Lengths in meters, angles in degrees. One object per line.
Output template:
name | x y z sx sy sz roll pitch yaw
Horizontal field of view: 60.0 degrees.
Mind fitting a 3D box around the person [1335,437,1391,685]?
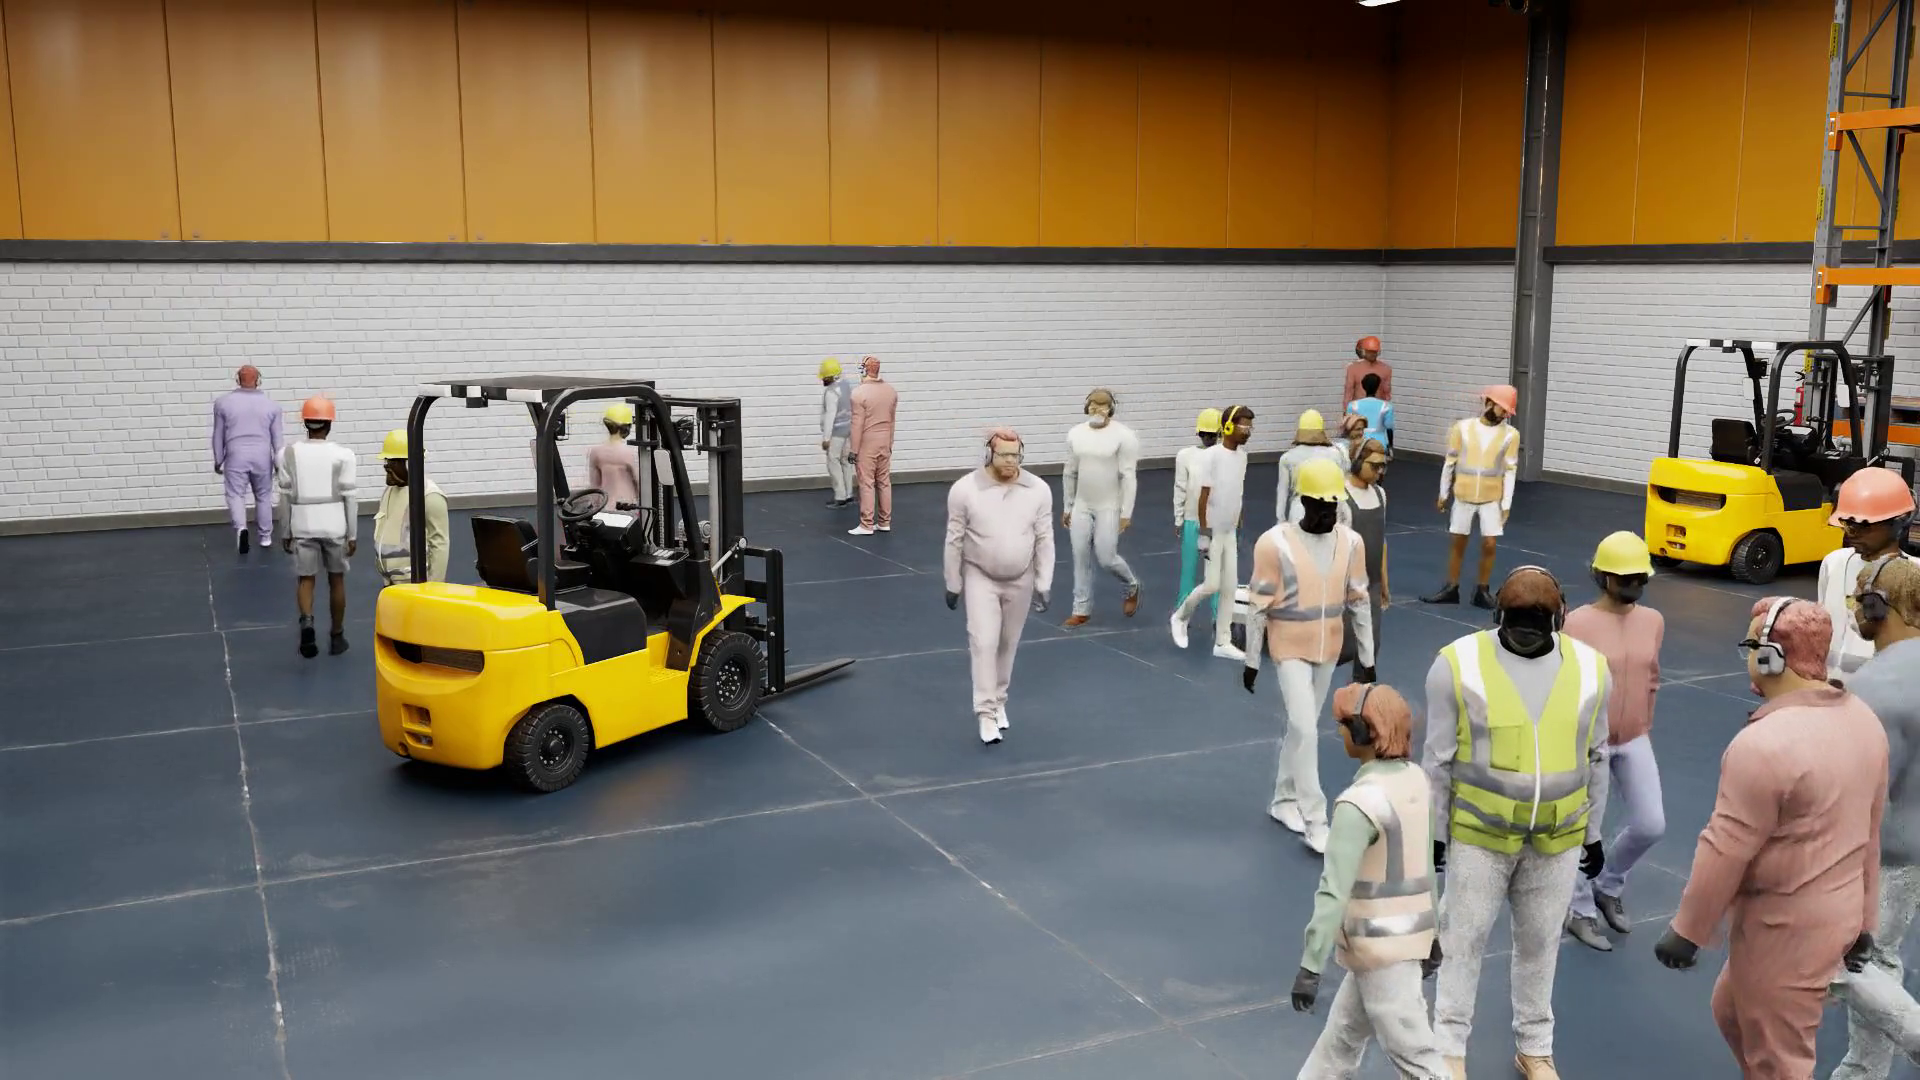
person | 2.368 0.264 10.167 0.518 1.818 0.592 -7 12 -37

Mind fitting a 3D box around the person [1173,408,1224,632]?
person | 1.908 -0.142 12.846 0.523 1.759 0.336 1 9 8

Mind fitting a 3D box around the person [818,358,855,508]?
person | -1.457 -1.280 19.847 0.405 1.792 0.730 3 10 16

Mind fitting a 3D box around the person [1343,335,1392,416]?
person | 5.384 -1.735 22.066 0.632 1.971 0.741 0 9 3

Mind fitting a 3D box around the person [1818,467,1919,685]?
person | 3.600 0.718 6.654 0.390 2.034 0.605 -3 10 -20

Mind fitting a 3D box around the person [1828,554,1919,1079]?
person | 3.017 1.007 5.261 0.632 1.913 0.584 -8 12 -39

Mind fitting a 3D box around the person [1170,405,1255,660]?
person | 1.841 -0.061 12.058 0.559 1.852 0.555 -9 13 -43

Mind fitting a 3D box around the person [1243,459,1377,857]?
person | 1.753 0.562 8.030 0.619 1.892 0.858 -4 10 -22

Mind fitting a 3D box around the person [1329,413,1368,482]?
person | 3.304 -0.260 14.005 0.565 1.609 0.660 -6 11 -34

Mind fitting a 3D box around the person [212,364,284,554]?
person | -7.095 -0.813 16.609 0.668 1.885 0.789 -5 10 -28

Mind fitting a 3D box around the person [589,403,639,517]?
person | -2.726 -0.223 13.366 0.530 1.755 0.400 6 11 32

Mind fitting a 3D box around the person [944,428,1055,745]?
person | 0.270 0.278 9.894 0.644 1.864 0.910 -2 9 -15

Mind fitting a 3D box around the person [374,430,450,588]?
person | -3.407 0.230 10.301 0.601 1.831 0.404 8 12 40

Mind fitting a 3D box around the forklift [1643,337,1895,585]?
forklift | 7.551 -0.789 15.507 2.313 2.155 1.214 -4 10 -25

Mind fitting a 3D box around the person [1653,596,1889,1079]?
person | 2.326 1.097 4.779 0.638 1.883 0.501 -8 12 -42

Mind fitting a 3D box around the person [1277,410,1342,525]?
person | 2.717 -0.148 12.999 0.486 1.725 0.604 2 9 14

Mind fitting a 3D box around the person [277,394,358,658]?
person | -4.605 -0.081 11.943 0.547 1.922 0.687 -2 9 -12

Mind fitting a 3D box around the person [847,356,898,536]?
person | -0.959 -1.002 17.715 0.407 1.908 0.642 7 12 39

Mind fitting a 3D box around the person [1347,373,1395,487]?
person | 4.569 -1.032 18.593 0.542 1.675 0.677 3 10 18

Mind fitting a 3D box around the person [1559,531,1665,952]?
person | 2.667 0.832 6.822 0.531 1.755 0.377 -2 9 -13

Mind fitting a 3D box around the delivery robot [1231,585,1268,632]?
delivery robot | 2.304 0.488 12.362 0.707 0.478 0.477 9 13 43

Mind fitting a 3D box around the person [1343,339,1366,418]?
person | 5.553 -1.831 22.930 0.585 1.882 0.337 -3 10 -19

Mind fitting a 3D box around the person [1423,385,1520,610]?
person | 4.216 -0.348 13.763 0.730 1.892 0.398 3 10 20

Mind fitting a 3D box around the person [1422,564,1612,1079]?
person | 1.873 0.985 5.609 0.629 1.836 0.429 0 9 2

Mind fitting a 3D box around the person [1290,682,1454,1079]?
person | 1.237 1.220 4.920 0.879 1.581 0.603 6 11 34

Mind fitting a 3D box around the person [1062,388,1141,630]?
person | 1.134 -0.253 13.065 0.649 1.914 0.634 7 12 38

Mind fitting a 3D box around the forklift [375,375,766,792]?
forklift | -2.268 0.149 9.685 1.214 2.155 2.313 6 11 32
